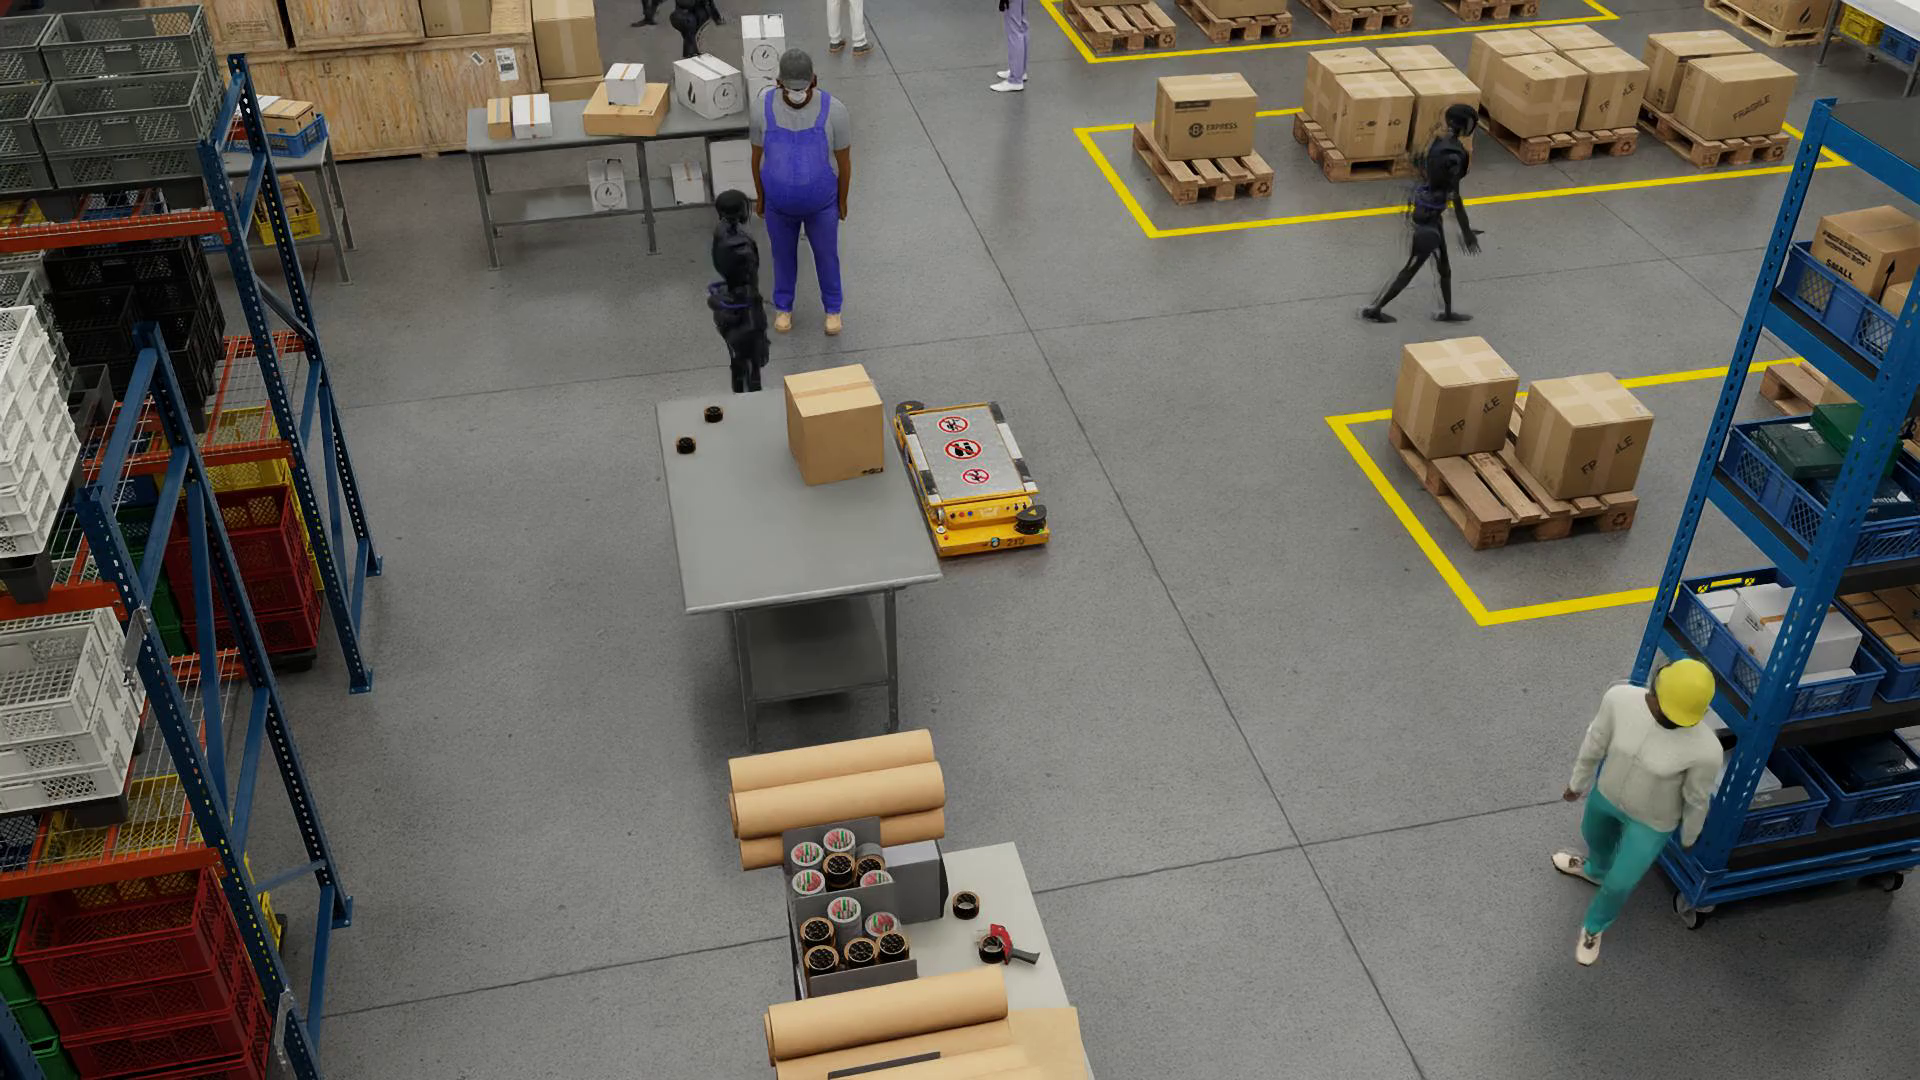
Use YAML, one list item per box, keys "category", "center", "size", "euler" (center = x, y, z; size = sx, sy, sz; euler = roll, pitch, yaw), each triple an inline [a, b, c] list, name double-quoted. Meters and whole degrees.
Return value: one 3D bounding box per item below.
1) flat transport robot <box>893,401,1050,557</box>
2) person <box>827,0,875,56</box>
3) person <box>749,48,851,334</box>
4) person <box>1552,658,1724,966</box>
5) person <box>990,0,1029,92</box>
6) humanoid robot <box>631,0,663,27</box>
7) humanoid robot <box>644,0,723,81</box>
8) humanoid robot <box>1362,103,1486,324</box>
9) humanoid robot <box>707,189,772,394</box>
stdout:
- category: "flat transport robot"
  center: [0.046, -0.430, 10.108]
  size: [0.652, 0.197, 1.431]
  euler: [-8, 37, -10]
- category: "person"
  center: [-1.076, -5.495, 15.586]
  size: [0.583, 1.882, 0.345]
  euler: [15, 39, 19]
- category: "person"
  center: [-1.071, -2.333, 11.207]
  size: [0.677, 2.000, 0.535]
  euler: [2, 37, 2]
- category: "person"
  center: [2.812, 1.046, 6.936]
  size: [0.564, 1.714, 0.633]
  euler: [-22, 42, -27]
- category: "person"
  center: [0.464, -4.975, 14.860]
  size: [0.374, 1.918, 0.584]
  euler: [8, 37, 11]
- category: "humanoid robot"
  center: [-3.208, -5.859, 16.245]
  size: [0.457, 1.652, 0.611]
  euler: [-12, 38, -16]
- category: "humanoid robot"
  center: [-2.386, -4.739, 14.799]
  size: [0.793, 1.644, 0.559]
  euler: [23, 42, 27]
- category: "humanoid robot"
  center: [3.234, -2.206, 11.382]
  size: [0.761, 1.625, 0.542]
  euler: [10, 38, 14]
- category: "humanoid robot"
  center: [-1.318, -1.377, 10.218]
  size: [0.391, 1.649, 0.631]
  euler: [-18, 40, -23]
